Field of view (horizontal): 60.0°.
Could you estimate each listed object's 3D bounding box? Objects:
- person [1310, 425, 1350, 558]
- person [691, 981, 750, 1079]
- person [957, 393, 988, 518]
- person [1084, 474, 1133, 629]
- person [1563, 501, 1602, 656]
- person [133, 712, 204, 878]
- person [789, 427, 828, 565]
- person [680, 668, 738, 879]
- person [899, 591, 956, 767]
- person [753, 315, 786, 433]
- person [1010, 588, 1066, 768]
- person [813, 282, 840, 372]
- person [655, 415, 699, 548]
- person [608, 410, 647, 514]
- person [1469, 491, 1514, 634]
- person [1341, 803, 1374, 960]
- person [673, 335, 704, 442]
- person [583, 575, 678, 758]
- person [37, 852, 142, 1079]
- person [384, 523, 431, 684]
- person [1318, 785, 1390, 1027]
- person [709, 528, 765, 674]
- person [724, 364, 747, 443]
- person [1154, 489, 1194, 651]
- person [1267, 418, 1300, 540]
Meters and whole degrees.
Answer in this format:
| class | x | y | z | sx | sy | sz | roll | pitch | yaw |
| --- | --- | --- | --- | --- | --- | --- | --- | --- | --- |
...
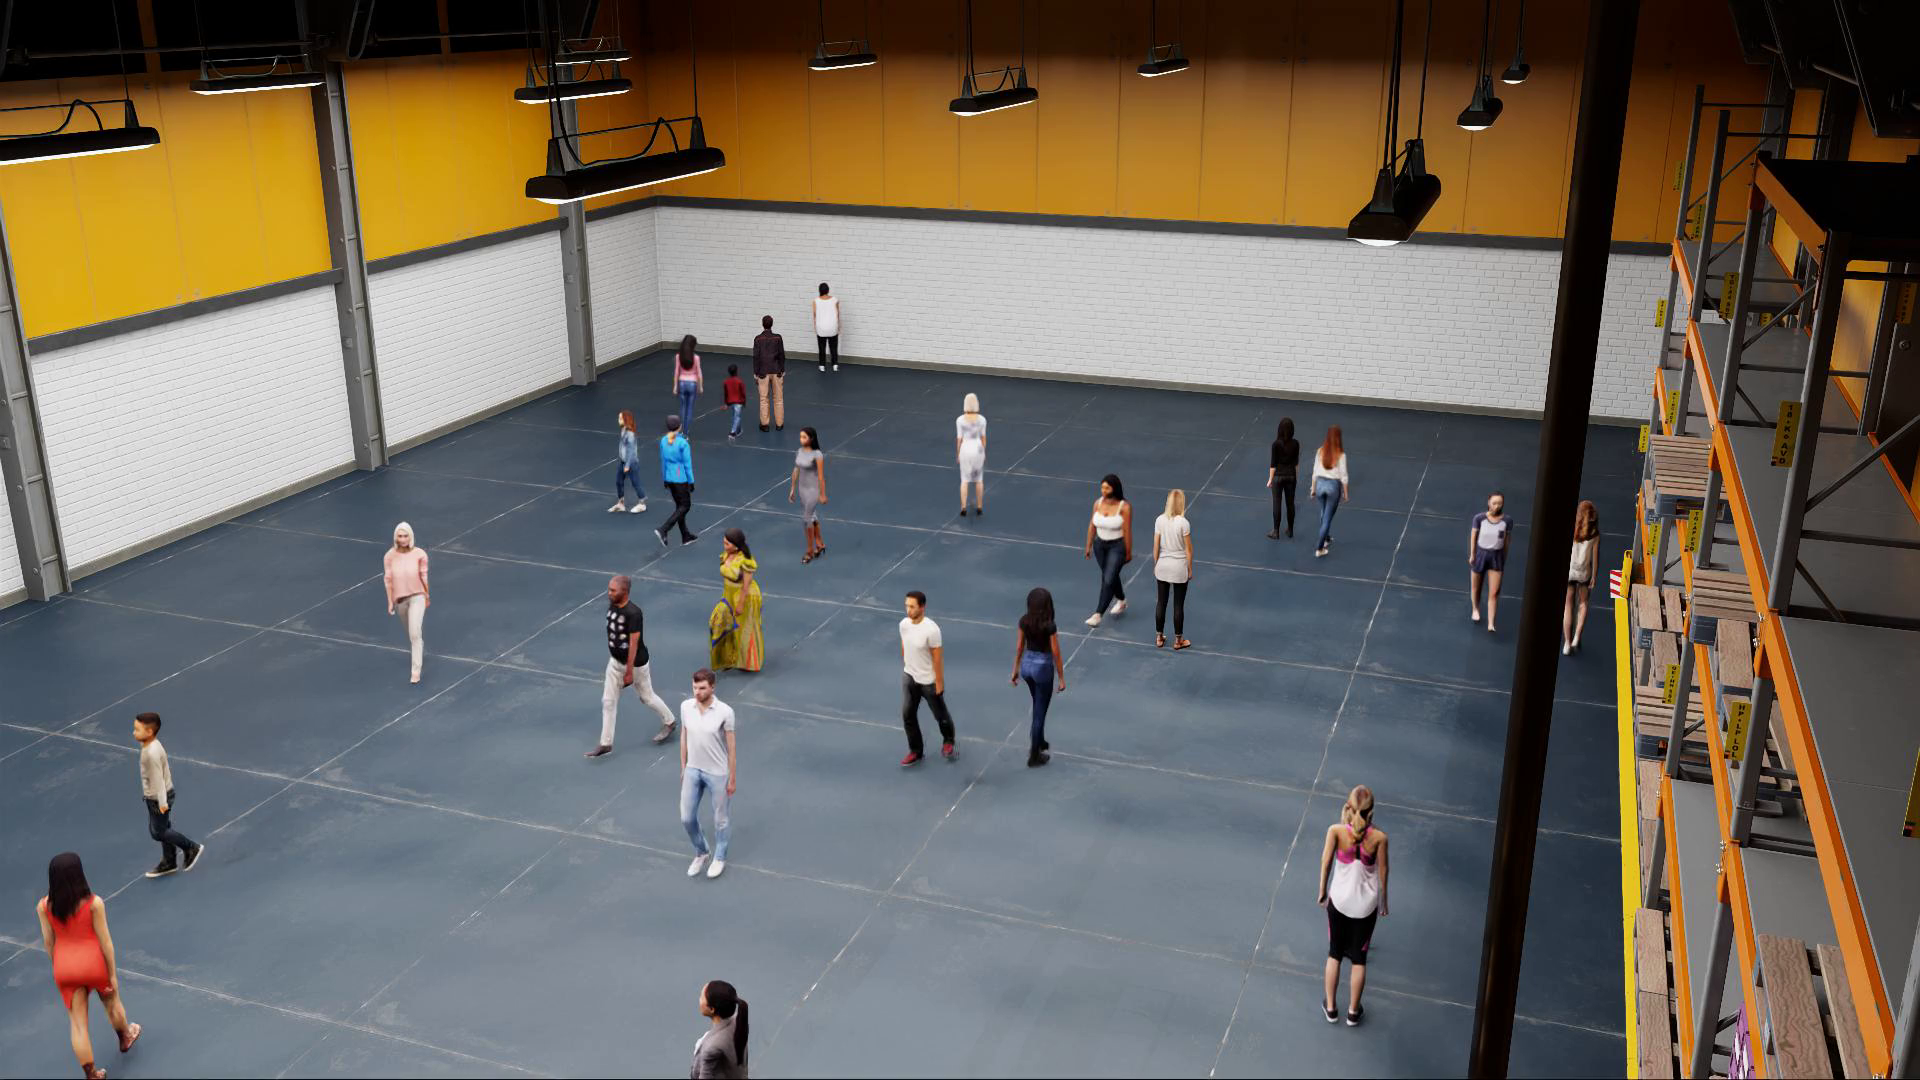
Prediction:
| class | x | y | z | sx | sy | sz | roll | pitch | yaw |
| --- | --- | --- | --- | --- | --- | --- | --- | --- | --- |
| person | 4.699 | -0.612 | 21.386 | 0.789 | 1.709 | 0.957 | 15 | 24 | 37 |
| person | -1.298 | 3.358 | 9.696 | 0.705 | 1.645 | 0.993 | 5 | 19 | 15 |
| person | 0.169 | -1.174 | 22.991 | 0.631 | 1.750 | 0.625 | -1 | 19 | -3 |
| person | 1.783 | 0.110 | 19.172 | 0.918 | 1.753 | 1.262 | 14 | 23 | 36 |
| person | 6.736 | 0.446 | 18.186 | 0.573 | 1.746 | 0.584 | 7 | 20 | 21 |
| person | -6.549 | 2.094 | 13.745 | 0.809 | 1.457 | 0.738 | -14 | 23 | -36 |
| person | -1.850 | -0.605 | 21.277 | 0.747 | 1.764 | 0.842 | 18 | 25 | 42 |
| person | -2.047 | 1.886 | 13.759 | 0.698 | 1.843 | 0.635 | 5 | 19 | 14 |
| person | -0.291 | 1.285 | 15.687 | 0.798 | 1.751 | 0.970 | 12 | 22 | 32 |
| person | -3.143 | -2.751 | 27.397 | 0.796 | 1.925 | 0.828 | -6 | 20 | -17 |
| person | 0.673 | 1.315 | 15.654 | 0.738 | 1.715 | 0.734 | 14 | 23 | 35 |
| person | -2.548 | -4.076 | 31.707 | 0.745 | 1.687 | 0.749 | -1 | 19 | -4 |
| person | -3.715 | -0.727 | 21.613 | 0.806 | 1.781 | 1.072 | 13 | 22 | 33 |
| person | -4.535 | -1.086 | 23.183 | 0.856 | 1.460 | 0.770 | -13 | 23 | -34 |
| person | 6.027 | 0.224 | 19.059 | 0.673 | 1.609 | 1.061 | 4 | 19 | 13 |
| person | 2.991 | 2.558 | 12.646 | 0.557 | 1.278 | 0.445 | 8 | 20 | 23 |
| person | -4.392 | -2.421 | 26.746 | 0.706 | 1.717 | 0.875 | 1 | 19 | 4 |
| person | -3.094 | 1.189 | 15.952 | 0.964 | 1.763 | 1.312 | 16 | 24 | 39 |
| person | -5.821 | 2.896 | 10.990 | 0.899 | 1.695 | 1.029 | -5 | 19 | -14 |
| person | -5.887 | 0.616 | 17.796 | 0.985 | 1.671 | 1.266 | -2 | 19 | -7 |
| person | 2.775 | 2.590 | 11.777 | 0.643 | 1.773 | 0.583 | 6 | 20 | 18 |
| person | -2.291 | 0.633 | 17.792 | 0.876 | 1.643 | 0.989 | 14 | 23 | 36 |
| person | -3.655 | -2.207 | 26.847 | 0.528 | 1.245 | 0.879 | 6 | 19 | 17 |
| person | 2.353 | 0.324 | 18.429 | 0.634 | 1.822 | 0.569 | 10 | 21 | 27 |
| person | 4.313 | -0.823 | 22.118 | 0.655 | 1.642 | 0.671 | -4 | 19 | -12 |
